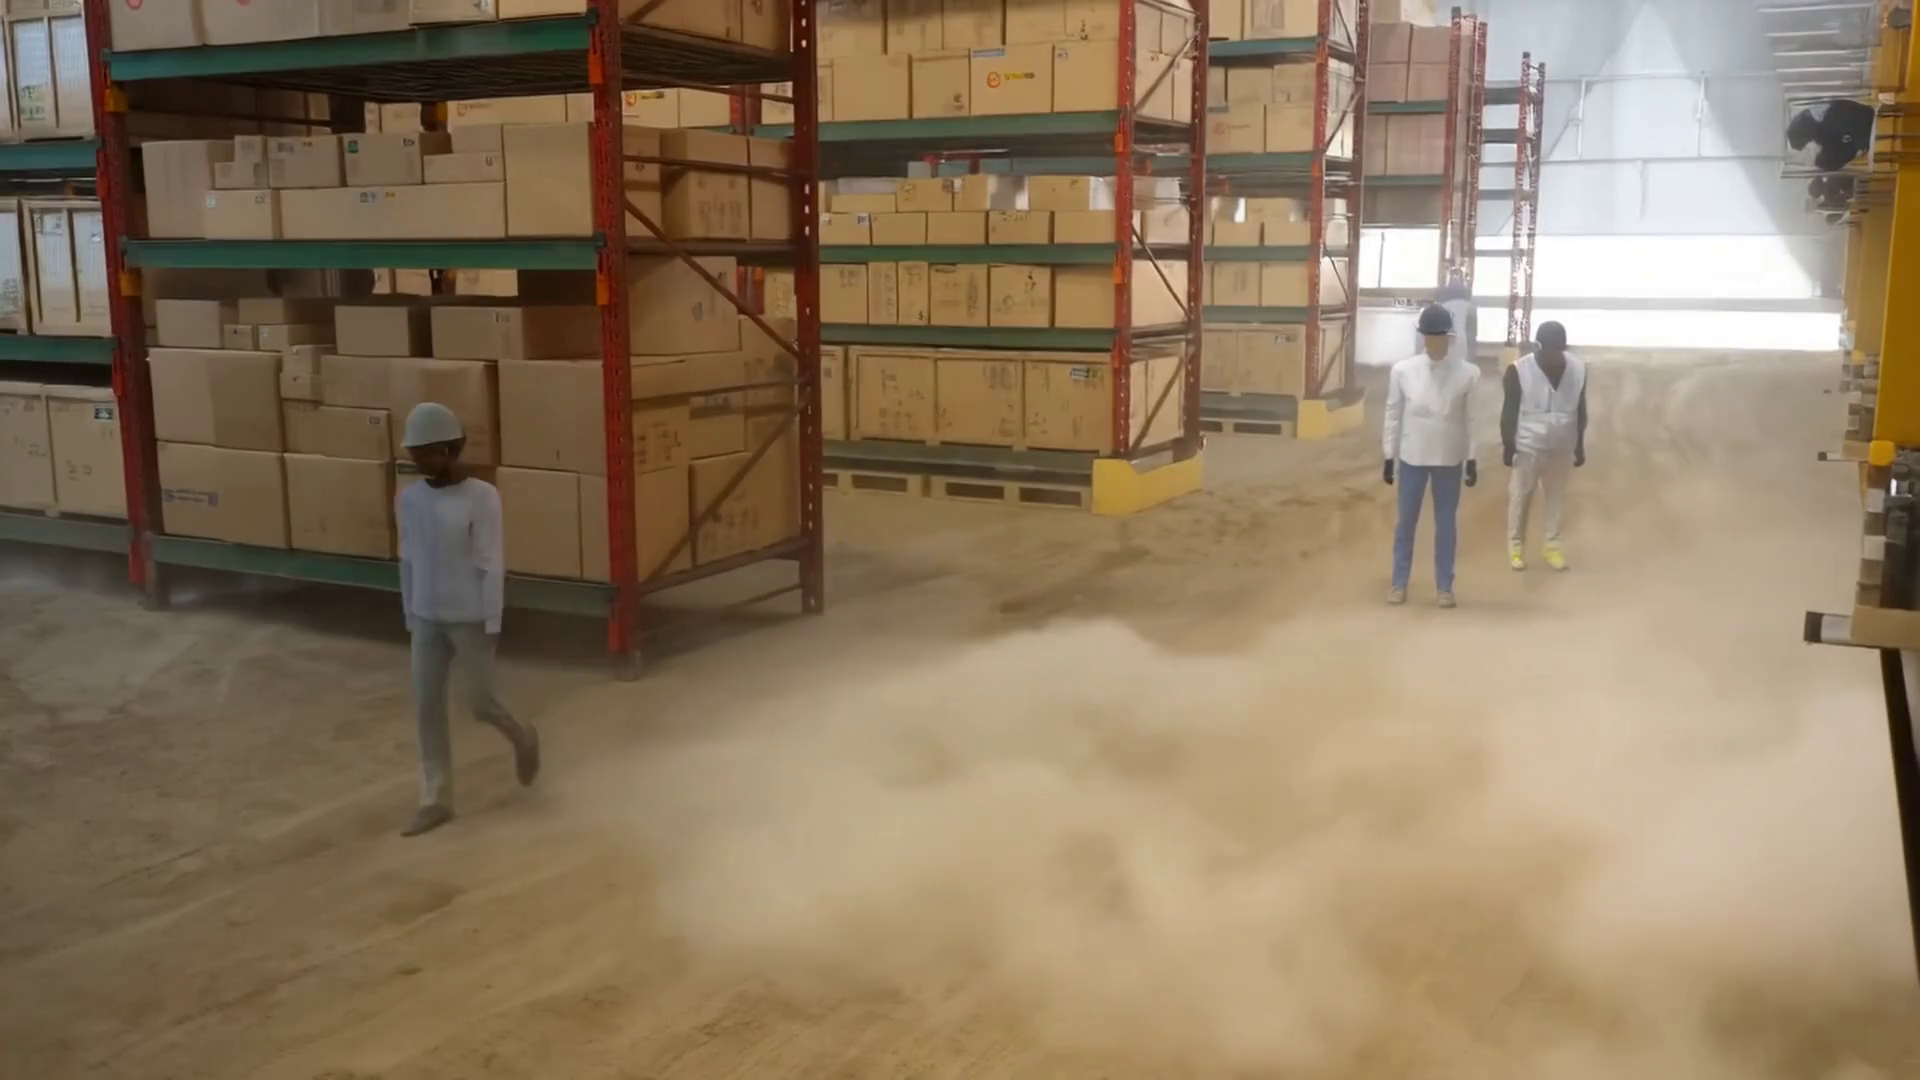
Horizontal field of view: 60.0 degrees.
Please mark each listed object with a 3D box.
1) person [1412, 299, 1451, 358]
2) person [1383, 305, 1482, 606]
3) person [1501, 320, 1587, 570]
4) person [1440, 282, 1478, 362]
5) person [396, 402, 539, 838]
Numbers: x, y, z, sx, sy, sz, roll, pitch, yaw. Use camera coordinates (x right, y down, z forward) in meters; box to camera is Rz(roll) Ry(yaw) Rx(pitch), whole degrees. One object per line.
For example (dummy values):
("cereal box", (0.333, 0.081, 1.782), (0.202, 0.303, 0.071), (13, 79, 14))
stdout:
("person", (6.284, -2.345, 22.156), (0.526, 1.723, 0.515), (1, 10, 9))
("person", (3.109, -0.547, 10.981), (0.622, 1.990, 0.397), (3, 10, 14))
("person", (4.302, -0.689, 12.238), (0.636, 1.842, 0.429), (0, 10, -2))
("person", (7.132, -2.746, 23.922), (0.655, 1.914, 0.803), (5, 11, 27))
("person", (-2.035, 0.296, 6.808), (0.531, 1.745, 0.644), (3, 10, 18))
